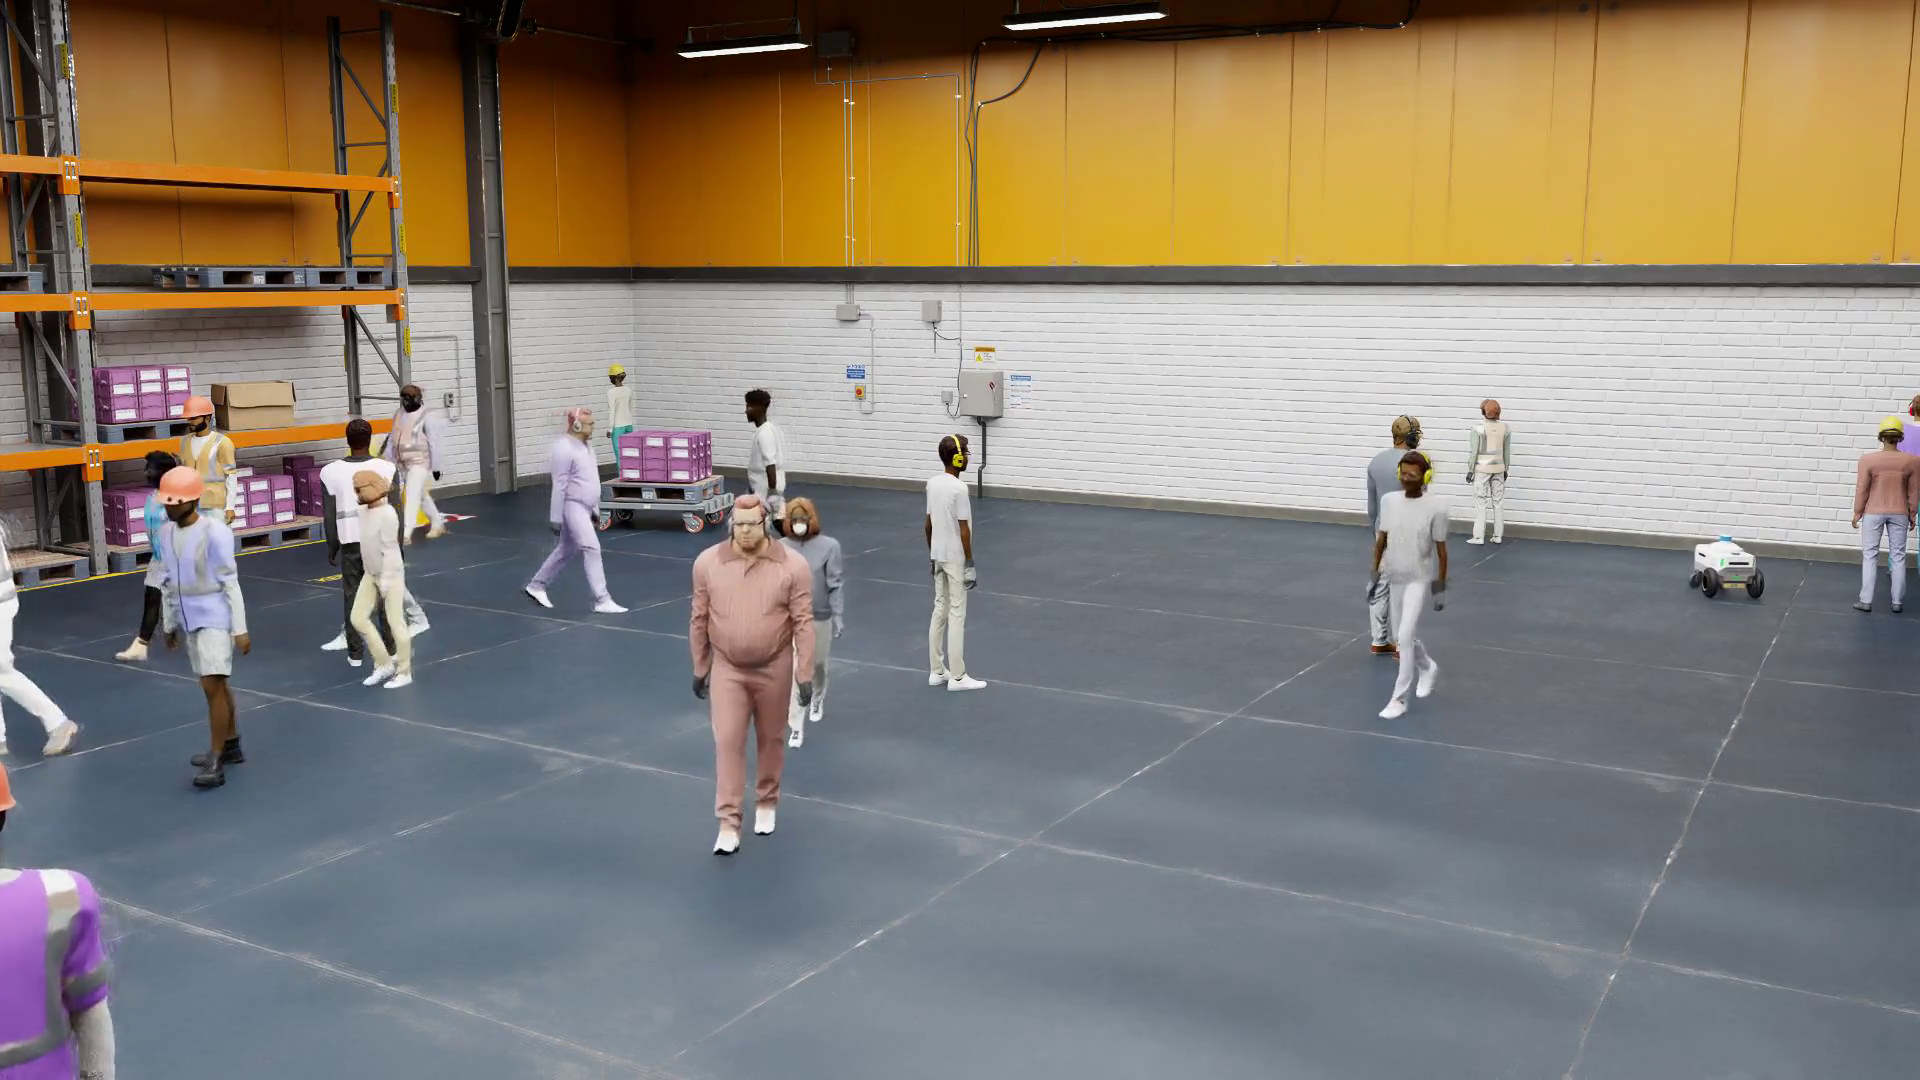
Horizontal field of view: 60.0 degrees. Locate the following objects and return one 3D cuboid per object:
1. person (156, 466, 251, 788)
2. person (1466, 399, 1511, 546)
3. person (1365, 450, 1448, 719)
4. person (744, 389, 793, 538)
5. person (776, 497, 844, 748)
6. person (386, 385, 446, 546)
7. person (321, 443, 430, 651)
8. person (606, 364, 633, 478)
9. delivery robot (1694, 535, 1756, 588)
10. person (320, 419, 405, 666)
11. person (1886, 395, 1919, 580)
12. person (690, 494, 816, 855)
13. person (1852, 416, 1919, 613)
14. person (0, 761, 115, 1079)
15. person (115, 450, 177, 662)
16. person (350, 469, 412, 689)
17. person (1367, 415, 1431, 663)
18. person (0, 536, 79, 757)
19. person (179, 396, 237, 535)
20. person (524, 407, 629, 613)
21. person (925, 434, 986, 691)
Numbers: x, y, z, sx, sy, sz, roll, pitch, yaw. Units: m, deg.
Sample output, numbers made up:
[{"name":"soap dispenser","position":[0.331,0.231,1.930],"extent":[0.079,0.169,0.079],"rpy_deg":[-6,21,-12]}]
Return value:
[{"name":"person","position":[-4.539,0.506,9.917],"extent":[0.655,1.904,0.630],"rpy_deg":[5,10,29]},{"name":"person","position":[5.900,-0.754,18.576],"extent":[0.523,1.639,0.308],"rpy_deg":[-3,9,-16]},{"name":"person","position":[3.156,0.273,11.568],"extent":[0.855,1.841,0.521],"rpy_deg":[-9,12,-43]},{"name":"person","position":[-1.988,-0.512,16.201],"extent":[1.025,1.906,0.629],"rpy_deg":[0,9,-3]},{"name":"person","position":[-1.011,0.491,10.946],"extent":[0.498,1.598,0.820],"rpy_deg":[0,9,-3]},{"name":"person","position":[-6.145,-0.862,18.776],"extent":[0.623,1.801,0.937],"rpy_deg":[6,11,32]},{"name":"person","position":[-4.791,0.016,13.596],"extent":[0.907,1.697,0.499],"rpy_deg":[-7,11,-36]},{"name":"person","position":[-4.781,-1.581,23.344],"extent":[0.330,1.769,0.526],"rpy_deg":[5,10,27]},{"name":"delivery robot","position":[7.245,0.192,15.755],"extent":[0.477,0.478,0.707],"rpy_deg":[1,9,5]},{"name":"person","position":[-4.597,0.025,12.848],"extent":[0.590,1.919,0.392],"rpy_deg":[-2,9,-13]},{"name":"person","position":[9.454,-0.518,16.446],"extent":[0.565,1.850,0.390],"rpy_deg":[5,10,29]},{"name":"person","position":[-1.094,0.708,8.710],"extent":[0.679,1.868,0.906],"rpy_deg":[0,9,-2]},{"name":"person","position":[8.281,-0.227,14.897],"extent":[0.532,1.765,0.328],"rpy_deg":[2,9,13]},{"name":"person","position":[-2.334,1.440,4.060],"extent":[0.549,1.918,0.764],"rpy_deg":[-8,12,-42]},{"name":"person","position":[-6.206,0.115,13.115],"extent":[0.531,1.653,0.886],"rpy_deg":[6,11,33]},{"name":"person","position":[-4.228,0.289,12.126],"extent":[0.536,1.611,0.413],"rpy_deg":[7,11,36]},{"name":"person","position":[3.443,-0.013,13.018],"extent":[0.372,1.940,0.627],"rpy_deg":[-5,10,-28]},{"name":"person","position":[-5.974,0.450,10.414],"extent":[0.671,1.860,0.599],"rpy_deg":[-6,11,-33]},{"name":"person","position":[-6.818,-0.335,15.034],"extent":[0.552,1.935,0.366],"rpy_deg":[2,9,13]},{"name":"person","position":[-3.492,-0.271,14.900],"extent":[0.977,1.864,0.648],"rpy_deg":[1,9,4]},{"name":"person","position":[-0.051,0.163,12.146],"extent":[0.328,1.869,0.517],"rpy_deg":[-6,11,-34]}]
